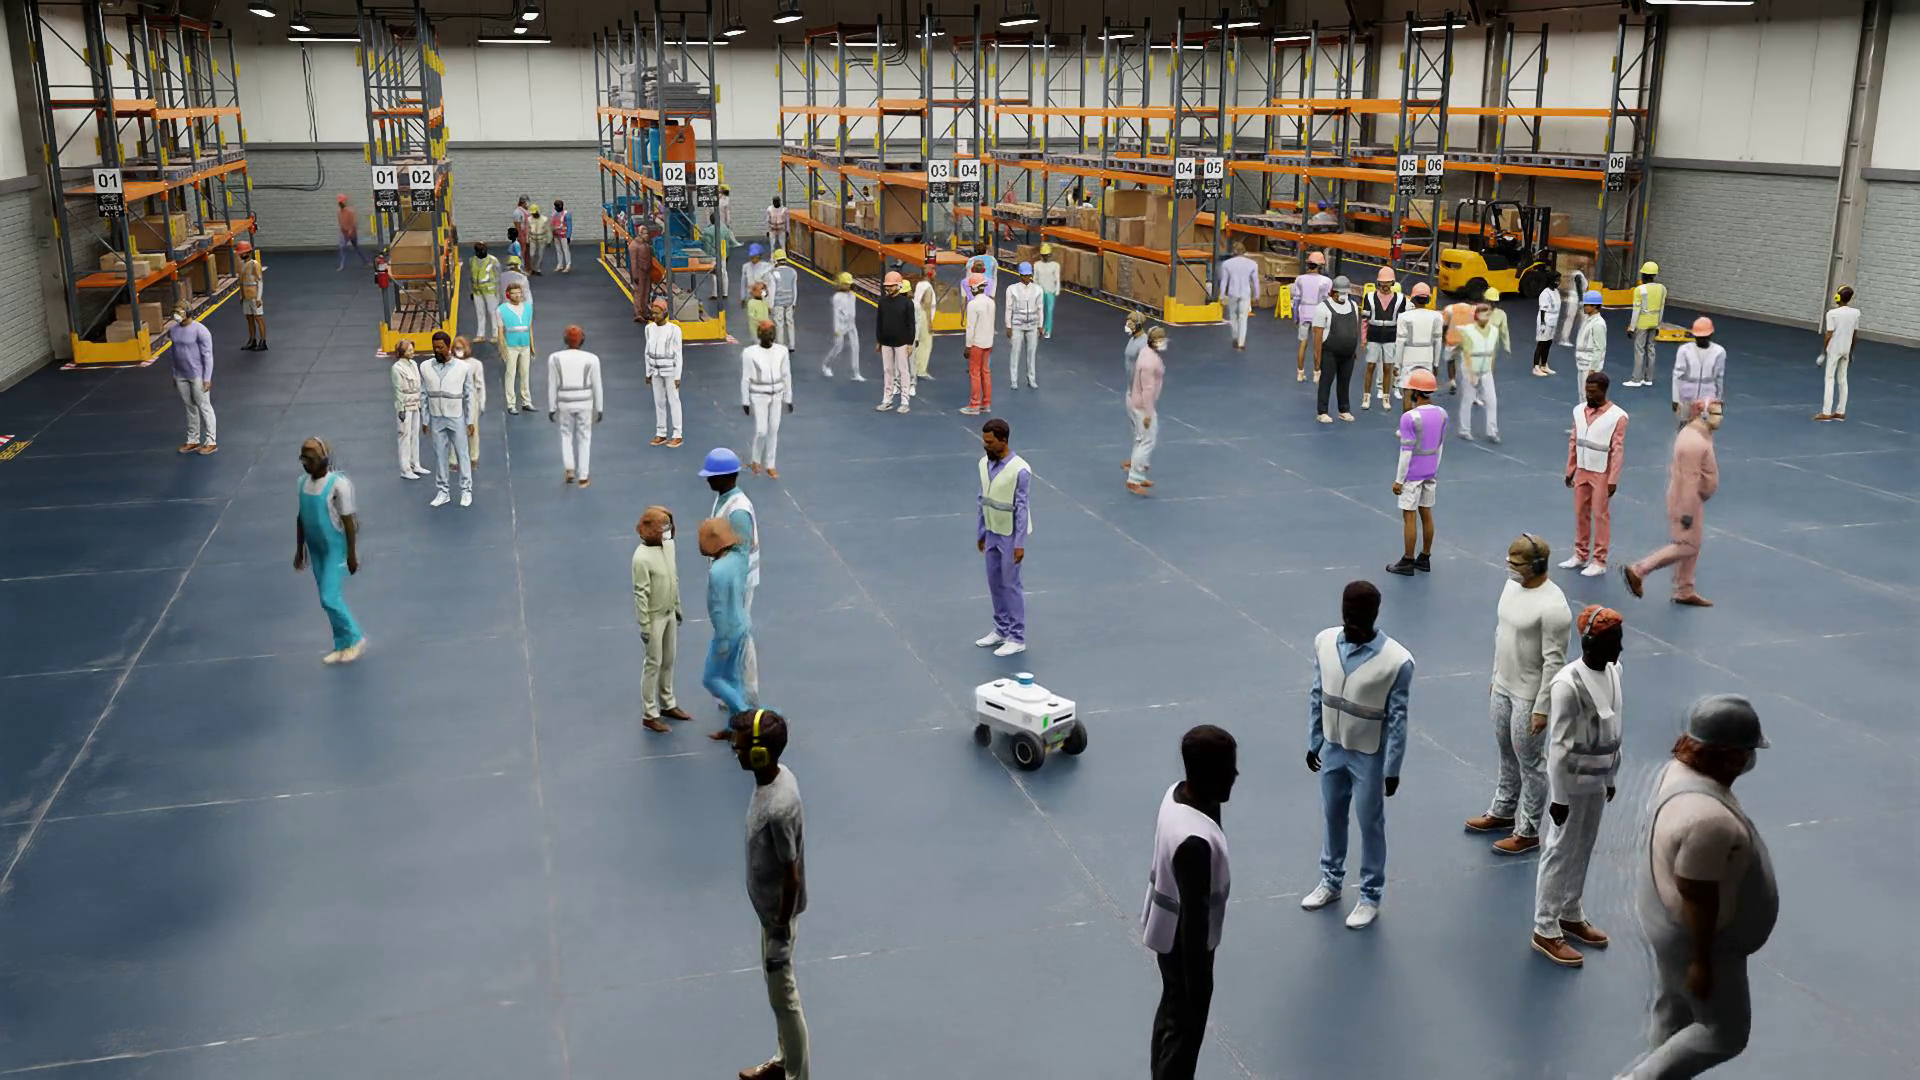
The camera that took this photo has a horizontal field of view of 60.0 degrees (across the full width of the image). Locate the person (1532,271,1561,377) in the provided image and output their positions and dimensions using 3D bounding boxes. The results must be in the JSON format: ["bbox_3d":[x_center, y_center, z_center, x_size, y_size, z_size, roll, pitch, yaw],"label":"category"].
[{"bbox_3d":[9.429,-3.469,26.666,0.317,1.691,0.535,14,20,41],"label":"person"}]

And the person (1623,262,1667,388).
[{"bbox_3d":[10.552,-3.315,25.622,0.589,1.930,0.360,-6,16,-22],"label":"person"}]

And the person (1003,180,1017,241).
[{"bbox_3d":[1.568,-10.285,51.920,0.400,1.902,0.651,6,16,23],"label":"person"}]

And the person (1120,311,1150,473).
[{"bbox_3d":[2.120,-1.759,19.781,0.367,1.932,0.623,-3,15,-10],"label":"person"}]

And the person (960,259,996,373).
[{"bbox_3d":[0.292,-3.604,26.873,0.573,1.844,0.376,-1,15,-4],"label":"person"}]

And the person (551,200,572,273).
[{"bbox_3d":[-10.193,-7.753,42.494,0.633,1.842,0.429,10,18,33],"label":"person"}]

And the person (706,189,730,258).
[{"bbox_3d":[-6.730,-8.819,46.383,0.648,1.904,0.401,0,15,1],"label":"person"}]

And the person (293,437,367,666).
[{"bbox_3d":[-4.945,0.095,12.968,0.502,1.832,0.423,8,17,28],"label":"person"}]

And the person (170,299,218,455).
[{"bbox_3d":[-9.602,-2.037,20.798,0.627,1.940,0.373,6,16,21],"label":"person"}]

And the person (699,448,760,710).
[{"bbox_3d":[-1.666,0.273,12.116,0.418,1.938,0.616,-5,16,-17],"label":"person"}]

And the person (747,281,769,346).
[{"bbox_3d":[-3.082,-3.166,25.629,0.279,1.634,0.497,8,17,27],"label":"person"}]

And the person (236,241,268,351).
[{"bbox_3d":[-12.507,-4.297,29.305,0.544,1.938,0.355,8,17,27],"label":"person"}]

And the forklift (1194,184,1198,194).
[{"bbox_3d":[7.392,-11.333,53.972,1.873,2.768,1.129,-4,15,-15],"label":"forklift"}]

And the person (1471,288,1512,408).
[{"bbox_3d":[7.598,-2.738,23.837,0.540,1.720,0.896,-3,15,-12],"label":"person"}]

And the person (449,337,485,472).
[{"bbox_3d":[-5.902,-1.588,19.722,0.517,1.605,0.707,-1,15,-2],"label":"person"}]

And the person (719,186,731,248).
[{"bbox_3d":[-7.040,-9.605,49.477,0.346,1.840,0.503,-11,19,-36],"label":"person"}]

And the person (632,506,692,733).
[{"bbox_3d":[-2.110,0.545,11.686,0.288,1.623,0.507,5,16,18],"label":"person"}]

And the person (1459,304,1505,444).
[{"bbox_3d":[6.706,-2.118,21.340,0.572,1.809,0.804,-5,16,-19],"label":"person"}]

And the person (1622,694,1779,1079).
[{"bbox_3d":[3.101,1.594,6.937,0.536,2.000,0.701,3,15,13],"label":"person"}]

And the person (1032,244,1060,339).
[{"bbox_3d":[1.566,-4.558,30.645,0.546,1.739,0.703,4,15,16],"label":"person"}]

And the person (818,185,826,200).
[{"bbox_3d":[-4.282,-10.124,51.604,0.296,1.745,0.485,0,15,0],"label":"person"}]

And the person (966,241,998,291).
[{"bbox_3d":[0.376,-4.513,30.300,0.625,1.846,0.429,-7,16,-24],"label":"person"}]

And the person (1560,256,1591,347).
[{"bbox_3d":[11.123,-4.243,29.719,0.698,1.614,0.513,9,18,32],"label":"person"}]

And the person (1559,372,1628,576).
[{"bbox_3d":[5.937,-0.630,15.569,0.405,1.909,0.599,-7,17,-26],"label":"person"}]

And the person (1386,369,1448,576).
[{"bbox_3d":[4.253,-0.629,15.493,0.544,1.943,0.347,-10,18,-33],"label":"person"}]

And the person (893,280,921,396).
[{"bbox_3d":[-0.836,-3.029,24.912,0.484,1.741,0.307,4,15,14],"label":"person"}]

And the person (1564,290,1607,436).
[{"bbox_3d":[8.183,-2.272,21.664,0.391,1.946,0.615,2,15,7],"label":"person"}]

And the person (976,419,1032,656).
[{"bbox_3d":[0.345,-0.039,13.349,0.415,1.906,0.598,-10,18,-34],"label":"person"}]

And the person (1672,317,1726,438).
[{"bbox_3d":[8.763,-1.727,19.764,0.593,1.880,1.015,4,16,16],"label":"person"}]

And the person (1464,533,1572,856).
[{"bbox_3d":[3.302,0.896,9.774,0.372,1.934,0.627,-3,15,-10],"label":"person"}]

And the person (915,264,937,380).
[{"bbox_3d":[-0.554,-3.436,26.302,0.421,1.825,0.594,-4,15,-13],"label":"person"}]

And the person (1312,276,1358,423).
[{"bbox_3d":[5.183,-2.622,22.802,0.684,2.000,0.536,-6,16,-22],"label":"person"}]

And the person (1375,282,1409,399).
[{"bbox_3d":[6.397,-2.953,24.643,0.487,1.733,0.328,0,15,0],"label":"person"}]

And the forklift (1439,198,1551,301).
[{"bbox_3d":[11.913,-6.508,37.130,2.313,2.155,1.214,-4,15,-15],"label":"forklift"}]

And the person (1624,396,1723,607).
[{"bbox_3d":[6.287,-0.336,14.497,0.632,1.887,0.659,6,16,22],"label":"person"}]

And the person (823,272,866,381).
[{"bbox_3d":[-1.858,-3.388,26.316,0.815,1.712,0.492,14,20,41],"label":"person"}]

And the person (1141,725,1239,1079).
[{"bbox_3d":[0.940,1.669,6.896,0.373,1.914,0.596,1,15,2],"label":"person"}]

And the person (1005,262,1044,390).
[{"bbox_3d":[0.987,-3.277,25.448,0.607,1.948,0.390,-4,15,-13],"label":"person"}]

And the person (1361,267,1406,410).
[{"bbox_3d":[6.022,-2.866,23.714,0.605,2.045,0.377,3,15,10],"label":"person"}]
